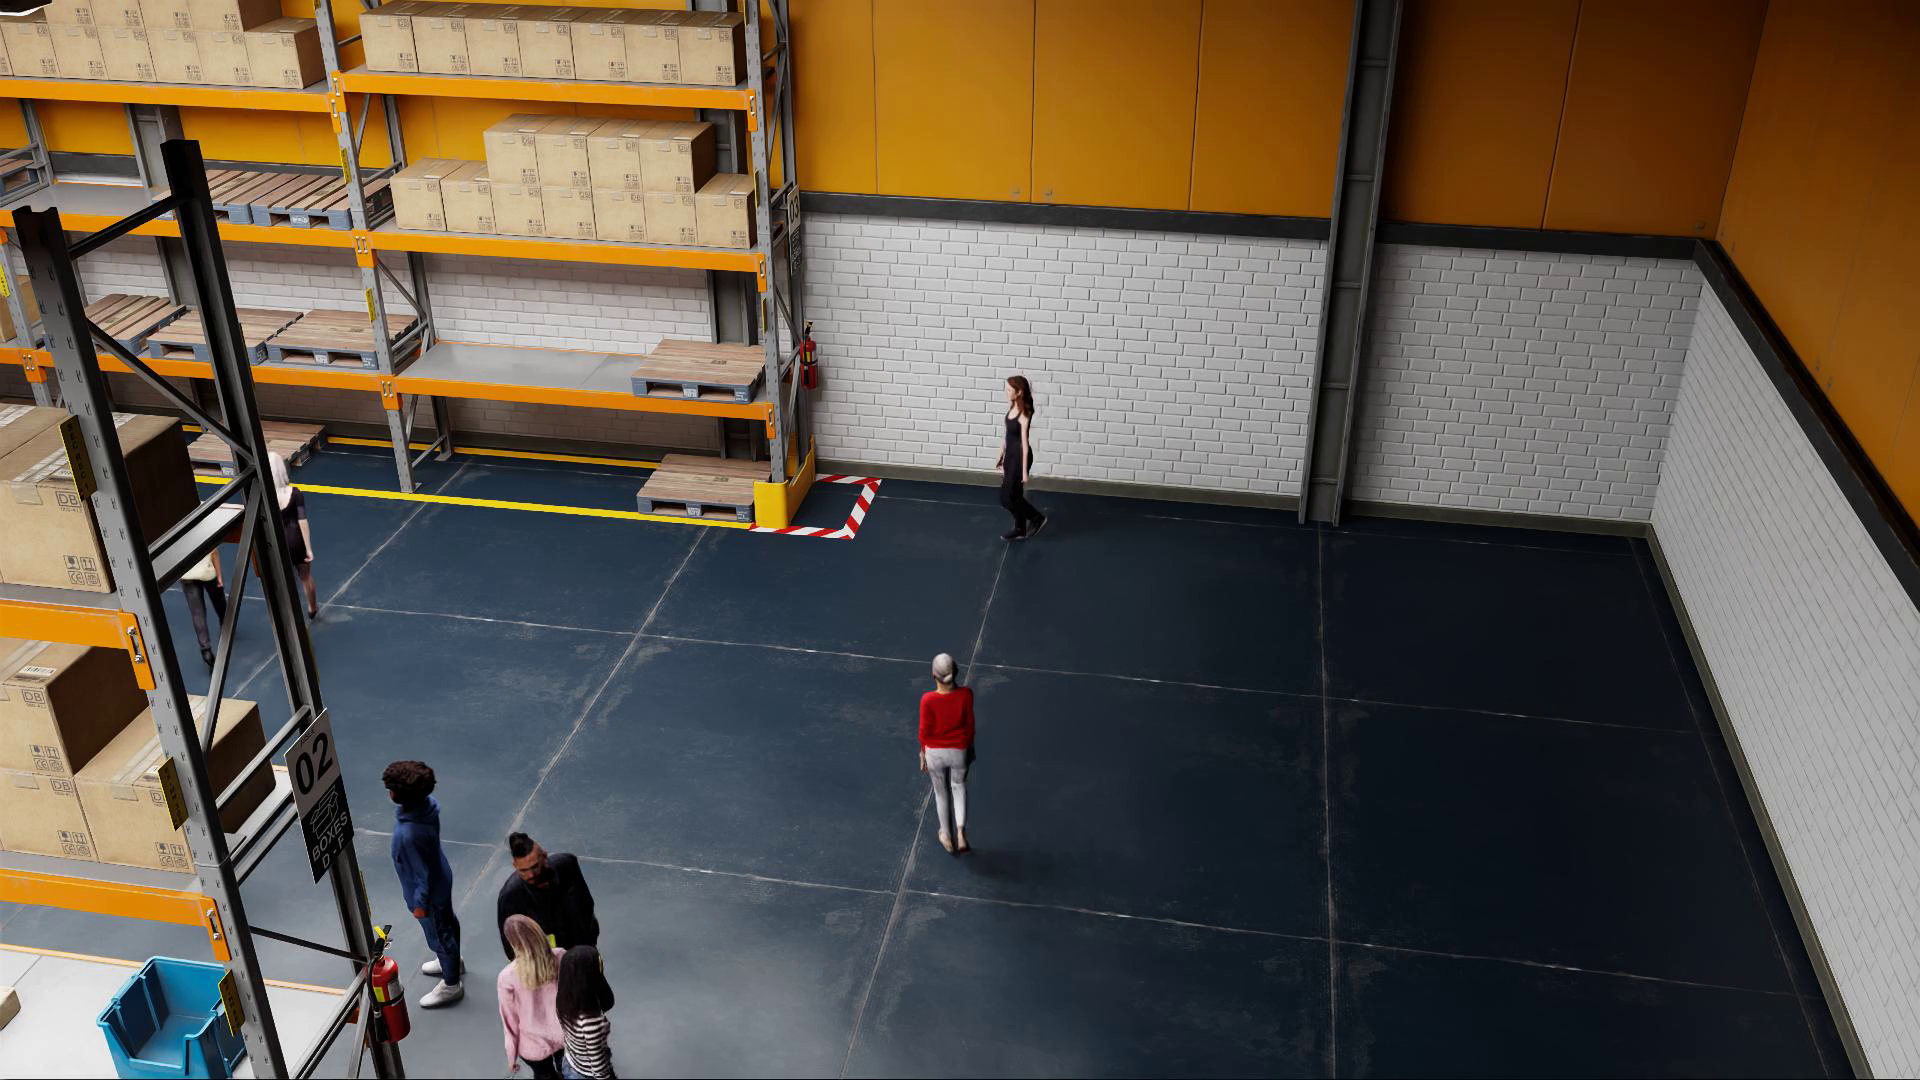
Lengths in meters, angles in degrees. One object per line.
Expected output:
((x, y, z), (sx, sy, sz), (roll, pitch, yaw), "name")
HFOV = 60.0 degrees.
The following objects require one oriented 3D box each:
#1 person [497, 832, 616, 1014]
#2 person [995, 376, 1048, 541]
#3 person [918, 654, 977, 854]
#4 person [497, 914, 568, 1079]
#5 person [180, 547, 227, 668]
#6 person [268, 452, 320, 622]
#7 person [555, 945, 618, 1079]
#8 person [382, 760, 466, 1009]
((-2.450, 2.420, 9.977), (0.990, 1.839, 0.947), (23, 36, 35), "person")
((0.648, -0.775, 15.949), (0.835, 1.729, 0.749), (-9, 30, -17), "person")
((-0.054, 1.567, 11.704), (0.771, 1.683, 0.785), (-7, 29, -12), "person")
((-2.303, 2.867, 9.360), (0.987, 1.645, 1.024), (-12, 31, -21), "person")
((-6.451, 0.347, 14.092), (1.046, 1.539, 0.943), (-6, 29, -12), "person")
((-5.755, 0.144, 14.205), (1.170, 1.786, 1.022), (-8, 30, -14), "person")
((-2.077, 2.984, 9.011), (0.963, 1.775, 0.916), (-22, 36, -35), "person")
((-3.369, 2.140, 10.519), (0.711, 1.811, 0.749), (-6, 29, -10), "person")
